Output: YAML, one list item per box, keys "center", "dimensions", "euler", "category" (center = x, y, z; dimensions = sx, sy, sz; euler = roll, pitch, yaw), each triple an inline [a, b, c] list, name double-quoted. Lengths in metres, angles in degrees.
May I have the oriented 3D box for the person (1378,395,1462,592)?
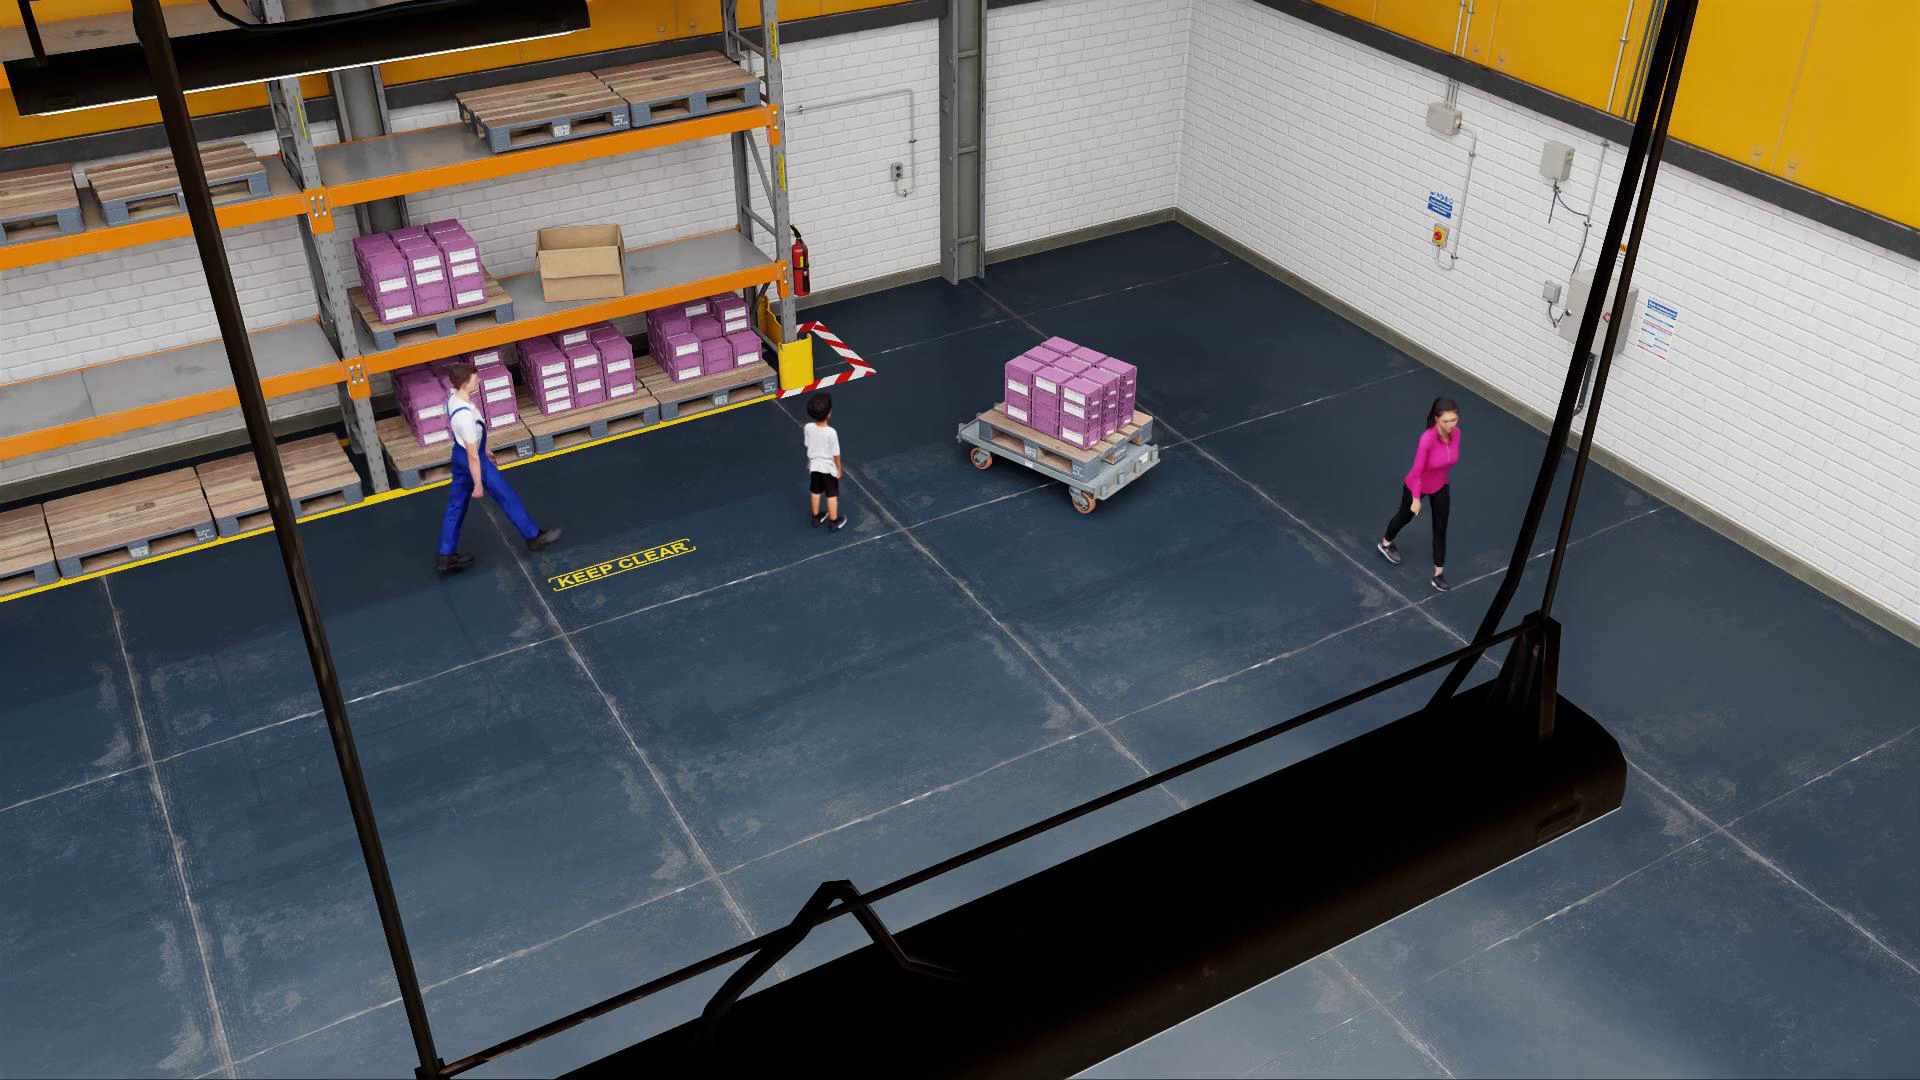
- center: [3.655, -0.452, 13.222]
  dimensions: [1.037, 1.655, 0.744]
  euler: [-16, 37, -23]
  category: "person"

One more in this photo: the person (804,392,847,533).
- center: [-1.139, -0.646, 13.873]
  dimensions: [0.564, 1.256, 0.603]
  euler: [18, 38, 25]
  category: "person"

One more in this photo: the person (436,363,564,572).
- center: [-3.959, -0.539, 13.227]
  dimensions: [1.261, 1.793, 0.653]
  euler: [-19, 38, -26]
  category: "person"
